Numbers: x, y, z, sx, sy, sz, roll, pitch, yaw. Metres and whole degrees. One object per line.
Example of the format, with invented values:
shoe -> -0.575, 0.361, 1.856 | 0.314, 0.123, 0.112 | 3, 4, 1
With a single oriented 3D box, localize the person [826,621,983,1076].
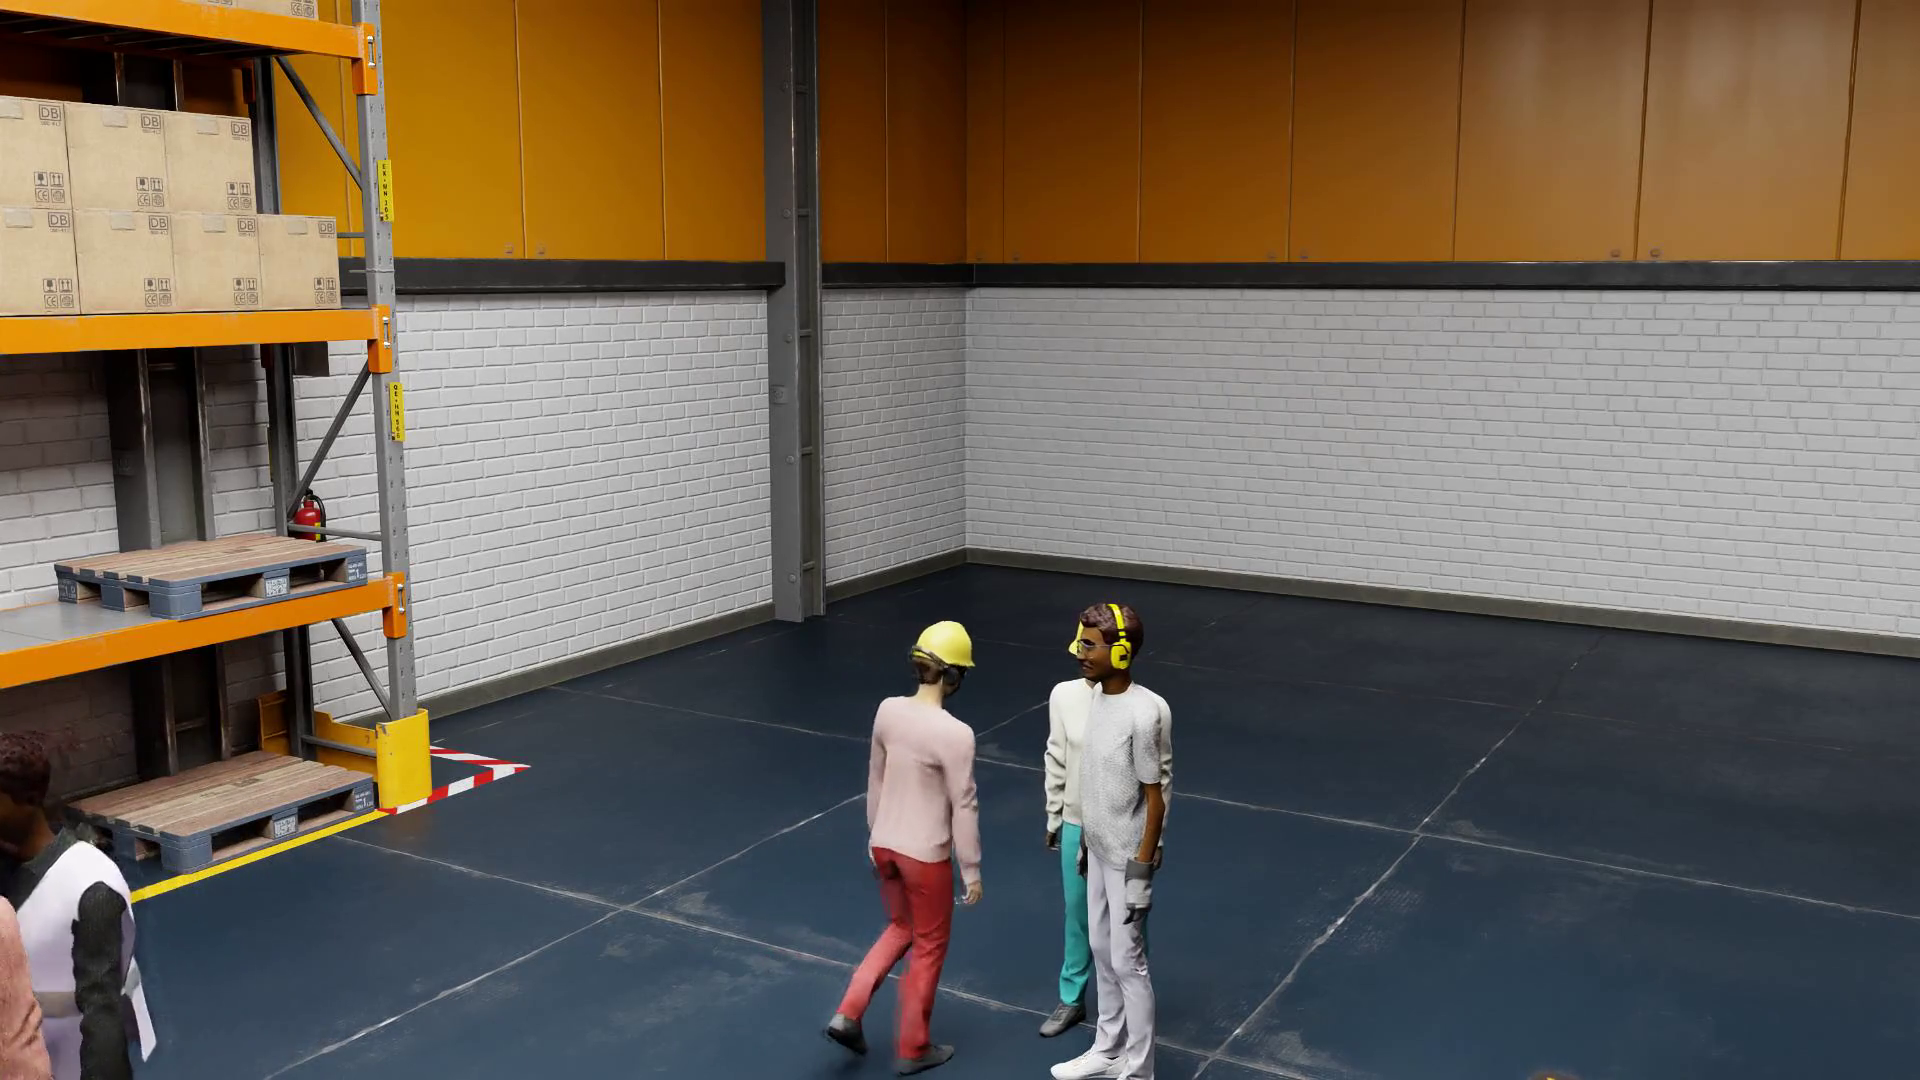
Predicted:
person -> -0.179, 1.171, 6.271 | 0.583, 1.725, 0.571 | -8, 12, -40

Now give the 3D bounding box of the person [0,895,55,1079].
person -> -2.447, 1.423, 3.930 | 0.649, 1.981, 0.692 | 2, 9, 13

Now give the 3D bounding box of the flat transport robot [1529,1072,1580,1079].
flat transport robot -> 2.185, 2.080, 5.143 | 0.652, 0.197, 1.431 | 2, 9, 11

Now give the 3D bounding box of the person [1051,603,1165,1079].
person -> 0.549, 1.143, 6.019 | 0.313, 1.869, 0.538 | -3, 10, -18

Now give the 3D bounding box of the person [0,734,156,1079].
person -> -2.361, 1.398, 4.476 | 0.590, 1.874, 0.972 | 4, 10, 23

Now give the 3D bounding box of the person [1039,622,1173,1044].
person -> 0.567, 1.120, 6.495 | 0.526, 1.765, 0.329 | 5, 10, 28
